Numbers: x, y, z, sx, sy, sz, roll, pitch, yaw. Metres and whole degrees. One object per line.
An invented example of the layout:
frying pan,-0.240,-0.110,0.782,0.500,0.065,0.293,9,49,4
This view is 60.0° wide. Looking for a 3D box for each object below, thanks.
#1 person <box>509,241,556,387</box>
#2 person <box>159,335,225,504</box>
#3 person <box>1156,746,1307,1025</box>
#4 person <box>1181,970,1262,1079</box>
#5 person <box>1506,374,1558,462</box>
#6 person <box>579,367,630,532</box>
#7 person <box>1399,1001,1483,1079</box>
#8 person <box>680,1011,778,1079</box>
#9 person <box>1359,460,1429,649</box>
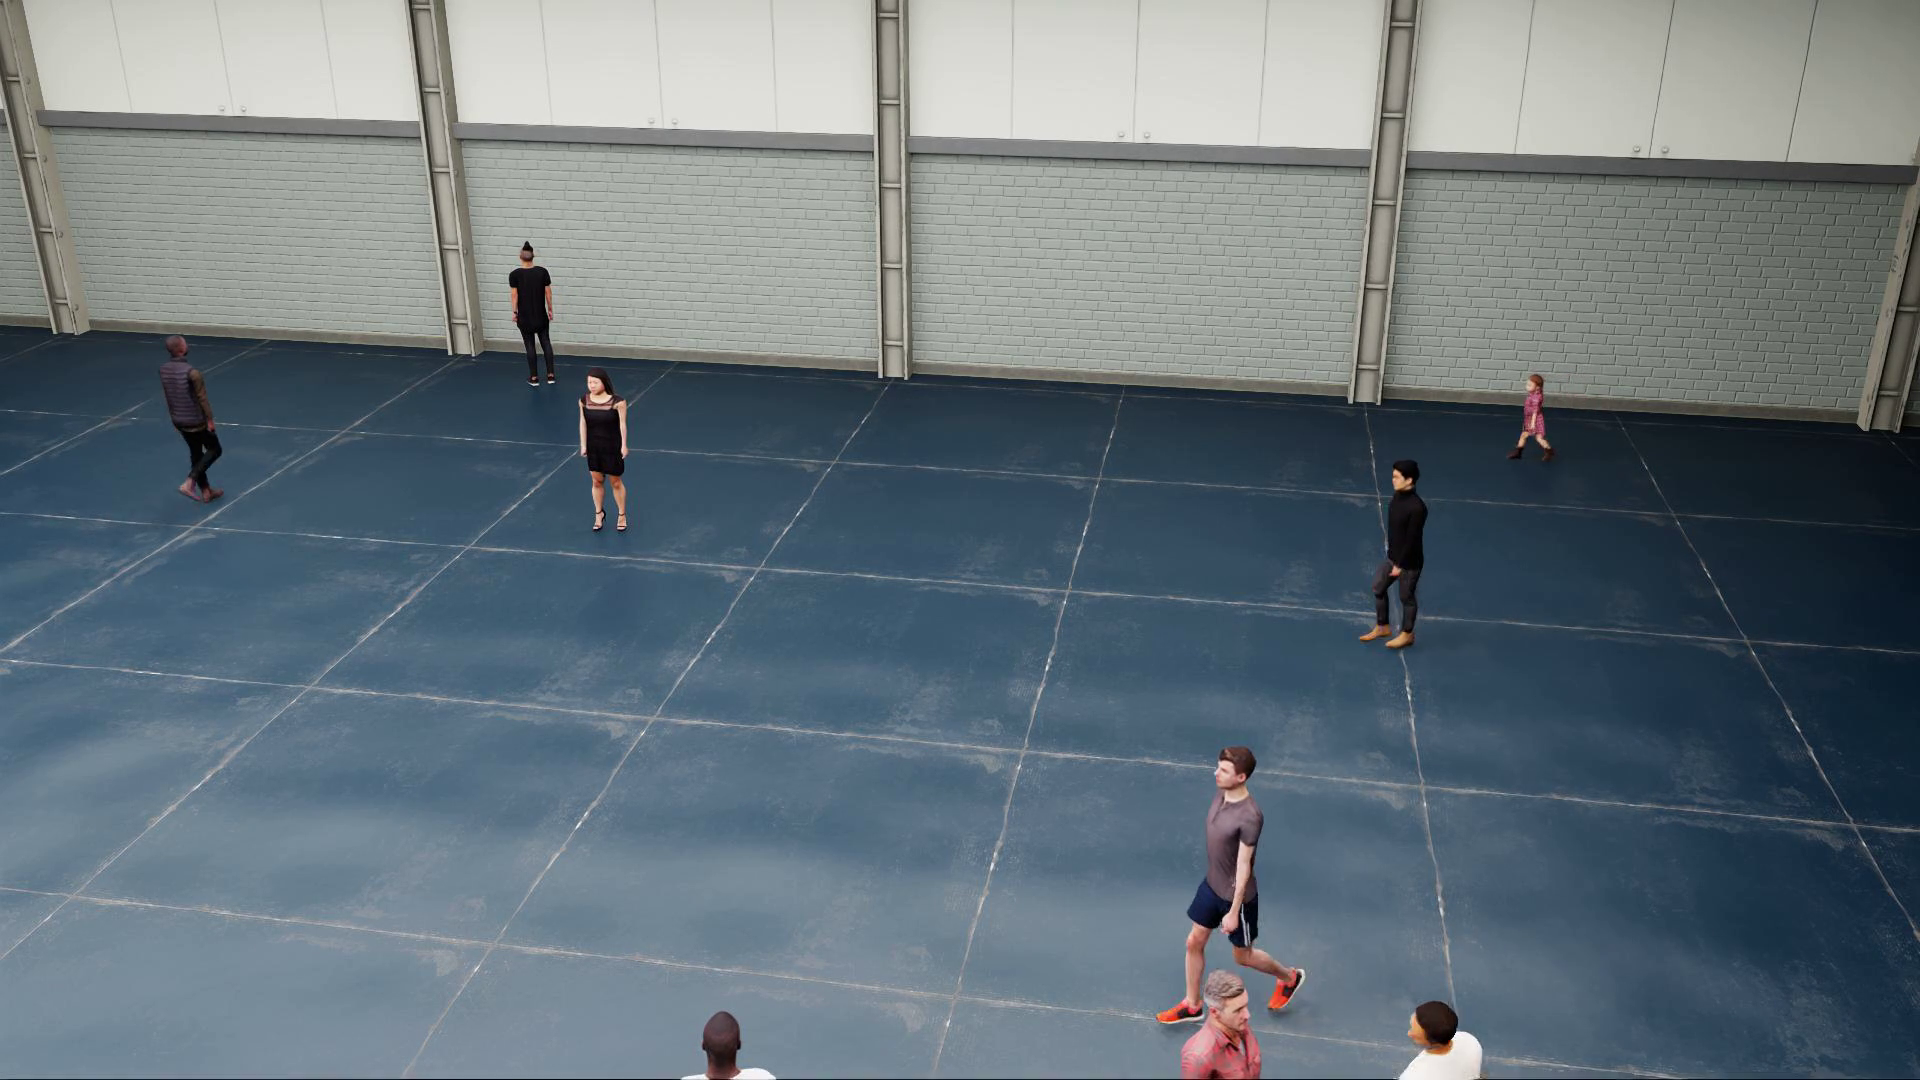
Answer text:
person,-5.420,-2.890,21.123,0.733,1.862,0.835,-10,25,-23
person,-8.008,-1.207,17.213,0.860,1.826,0.883,10,25,22
person,1.645,2.030,9.609,1.239,1.819,1.034,-9,25,-20
person,1.193,2.789,7.809,0.706,1.831,0.755,14,27,30
person,6.473,-1.355,18.605,0.768,1.008,0.497,3,23,6
person,-3.557,-0.909,16.650,0.534,1.718,0.713,3,23,6
person,2.239,2.831,7.784,0.904,1.774,0.973,-8,24,-17
person,-1.035,2.906,7.529,0.612,1.835,0.788,-5,24,-11
person,3.859,0.131,14.220,0.829,1.707,0.780,-7,24,-15
